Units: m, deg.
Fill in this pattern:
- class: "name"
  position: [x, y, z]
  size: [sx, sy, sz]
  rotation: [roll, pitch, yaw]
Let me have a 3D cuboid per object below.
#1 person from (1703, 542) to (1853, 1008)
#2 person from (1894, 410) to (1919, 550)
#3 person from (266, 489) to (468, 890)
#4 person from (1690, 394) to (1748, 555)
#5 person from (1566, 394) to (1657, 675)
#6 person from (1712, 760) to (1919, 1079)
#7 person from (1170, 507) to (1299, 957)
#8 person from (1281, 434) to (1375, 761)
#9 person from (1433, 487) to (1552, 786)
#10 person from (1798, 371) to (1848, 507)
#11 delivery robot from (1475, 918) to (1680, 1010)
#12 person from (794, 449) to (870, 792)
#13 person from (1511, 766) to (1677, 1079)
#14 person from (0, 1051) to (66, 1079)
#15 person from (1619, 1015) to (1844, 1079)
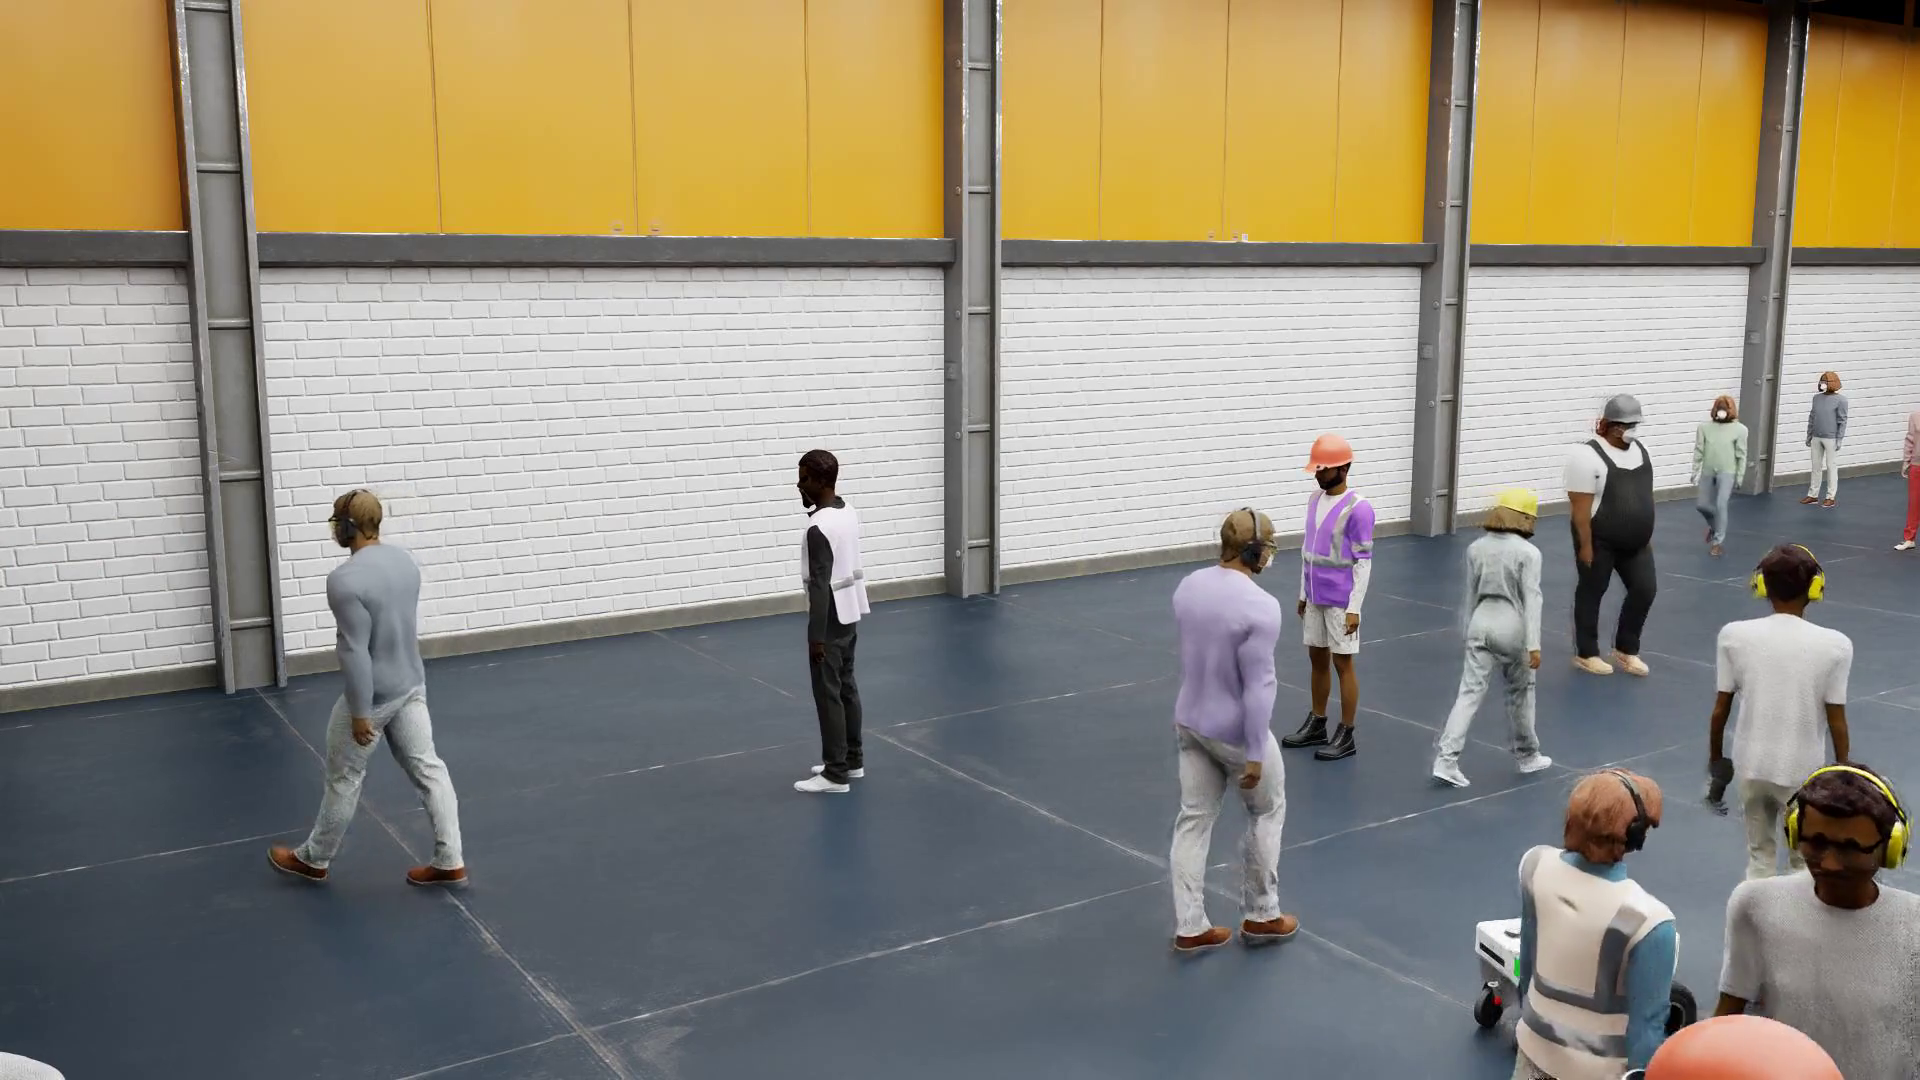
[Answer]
- class: "person"
  position: [3.158, 0.939, 6.439]
  size: [0.553, 1.846, 0.523]
  rotation: [9, 13, 42]
- class: "person"
  position: [9.807, -0.746, 16.823]
  size: [0.306, 1.771, 0.522]
  rotation: [-8, 12, -39]
- class: "person"
  position: [-2.766, 0.702, 7.740]
  size: [1.001, 1.883, 0.652]
  rotation: [3, 10, 15]
- class: "person"
  position: [7.683, -0.671, 16.808]
  size: [0.512, 1.618, 0.456]
  rotation: [8, 13, 41]
- class: "person"
  position: [4.633, -0.033, 11.704]
  size: [0.718, 2.000, 0.621]
  rotation: [-4, 10, -21]
- class: "person"
  position: [1.927, 1.397, 3.745]
  size: [0.551, 1.816, 0.940]
  rotation: [8, 12, 41]
- class: "person"
  position: [1.194, 0.803, 7.069]
  size: [0.756, 1.903, 0.620]
  rotation: [-7, 12, -36]
- class: "person"
  position: [2.177, 0.332, 9.830]
  size: [0.369, 1.933, 0.543]
  rotation: [-5, 11, -26]
- class: "person"
  position: [3.026, 0.545, 9.339]
  size: [0.918, 1.671, 0.548]
  rotation: [-8, 12, -39]
- class: "person"
  position: [10.434, -1.218, 20.065]
  size: [0.280, 1.634, 0.499]
  rotation: [-4, 10, -23]
- class: "delivery robot"
  position: [2.322, 1.563, 6.278]
  size: [0.707, 0.478, 0.477]
  rotation: [-2, 10, -12]
- class: "person"
  position: [-0.707, 0.449, 9.212]
  size: [0.388, 1.910, 0.591]
  rotation: [2, 10, 12]
- class: "person"
  position: [1.614, 1.392, 4.421]
  size: [0.781, 1.610, 0.511]
  rotation: [-6, 11, -31]
- class: "person"
  position: [-1.780, 1.511, 2.898]
  size: [0.532, 1.876, 0.319]
  rotation: [-1, 9, -6]
- class: "person"
  position: [0.913, 1.568, 2.300]
  size: [0.935, 1.968, 0.610]
  rotation: [8, 13, 41]
